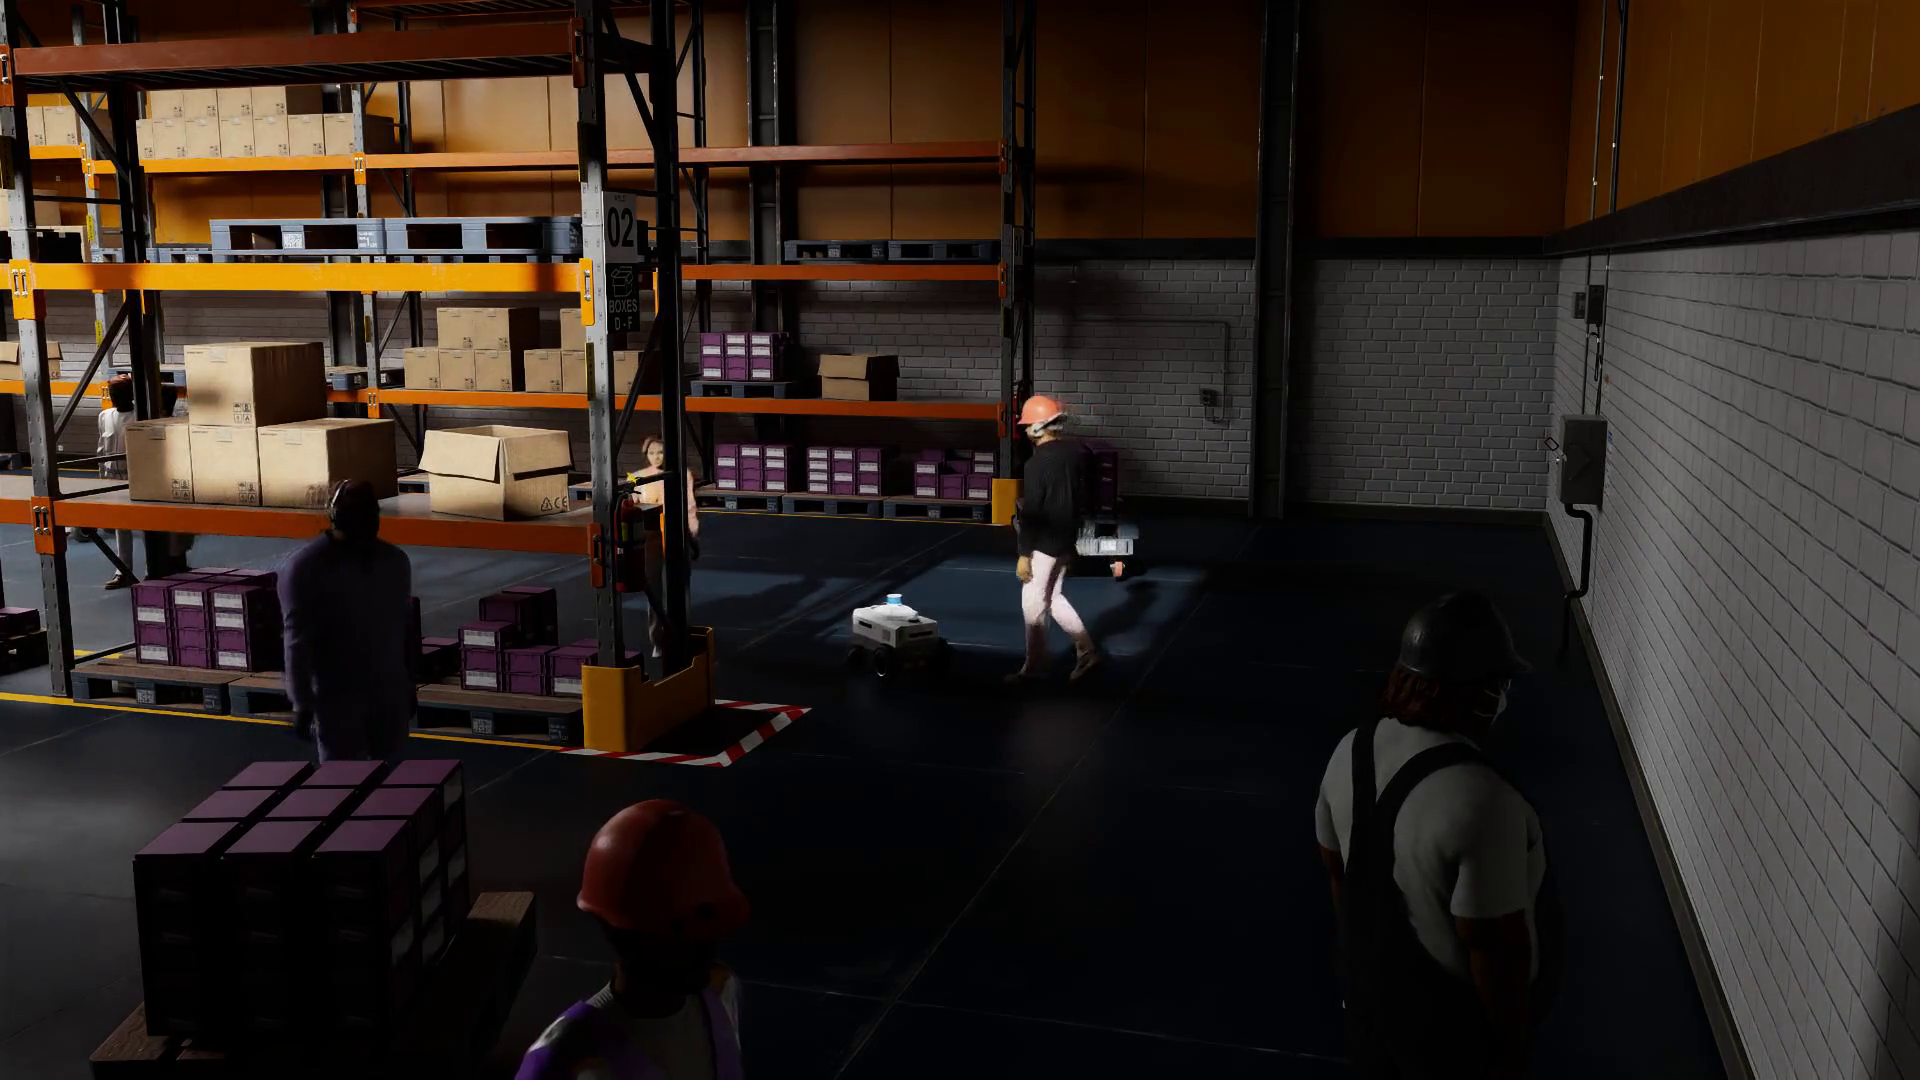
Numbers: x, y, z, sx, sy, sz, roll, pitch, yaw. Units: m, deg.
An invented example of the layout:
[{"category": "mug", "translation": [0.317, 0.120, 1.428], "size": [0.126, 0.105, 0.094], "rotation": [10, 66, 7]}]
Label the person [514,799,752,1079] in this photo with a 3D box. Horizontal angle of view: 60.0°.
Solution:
[{"category": "person", "translation": [-0.506, 1.379, 2.883], "size": [0.371, 1.935, 0.551], "rotation": [4, 10, 25]}]

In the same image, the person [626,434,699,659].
[{"category": "person", "translation": [-2.145, 0.046, 11.964], "size": [0.536, 1.624, 0.374], "rotation": [-2, 10, -12]}]

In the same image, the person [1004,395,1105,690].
[{"category": "person", "translation": [0.623, 0.037, 10.961], "size": [0.610, 1.973, 0.645], "rotation": [6, 11, 32]}]

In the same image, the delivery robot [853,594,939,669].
[{"category": "delivery robot", "translation": [-0.448, 0.614, 11.464], "size": [0.477, 0.478, 0.707], "rotation": [-6, 11, -31]}]

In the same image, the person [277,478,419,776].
[{"category": "person", "translation": [-2.709, 0.656, 7.428], "size": [0.580, 1.889, 0.663], "rotation": [7, 12, 37]}]

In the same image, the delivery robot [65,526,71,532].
[{"category": "delivery robot", "translation": [-9.018, -0.334, 17.248], "size": [0.477, 0.478, 0.707], "rotation": [5, 10, 27]}]

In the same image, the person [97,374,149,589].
[{"category": "person", "translation": [-7.246, -0.502, 14.508], "size": [0.574, 1.887, 0.356], "rotation": [1, 9, 7]}]

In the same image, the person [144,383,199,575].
[{"category": "person", "translation": [-5.951, -0.236, 12.746], "size": [0.779, 1.940, 0.611], "rotation": [3, 10, 16]}]
